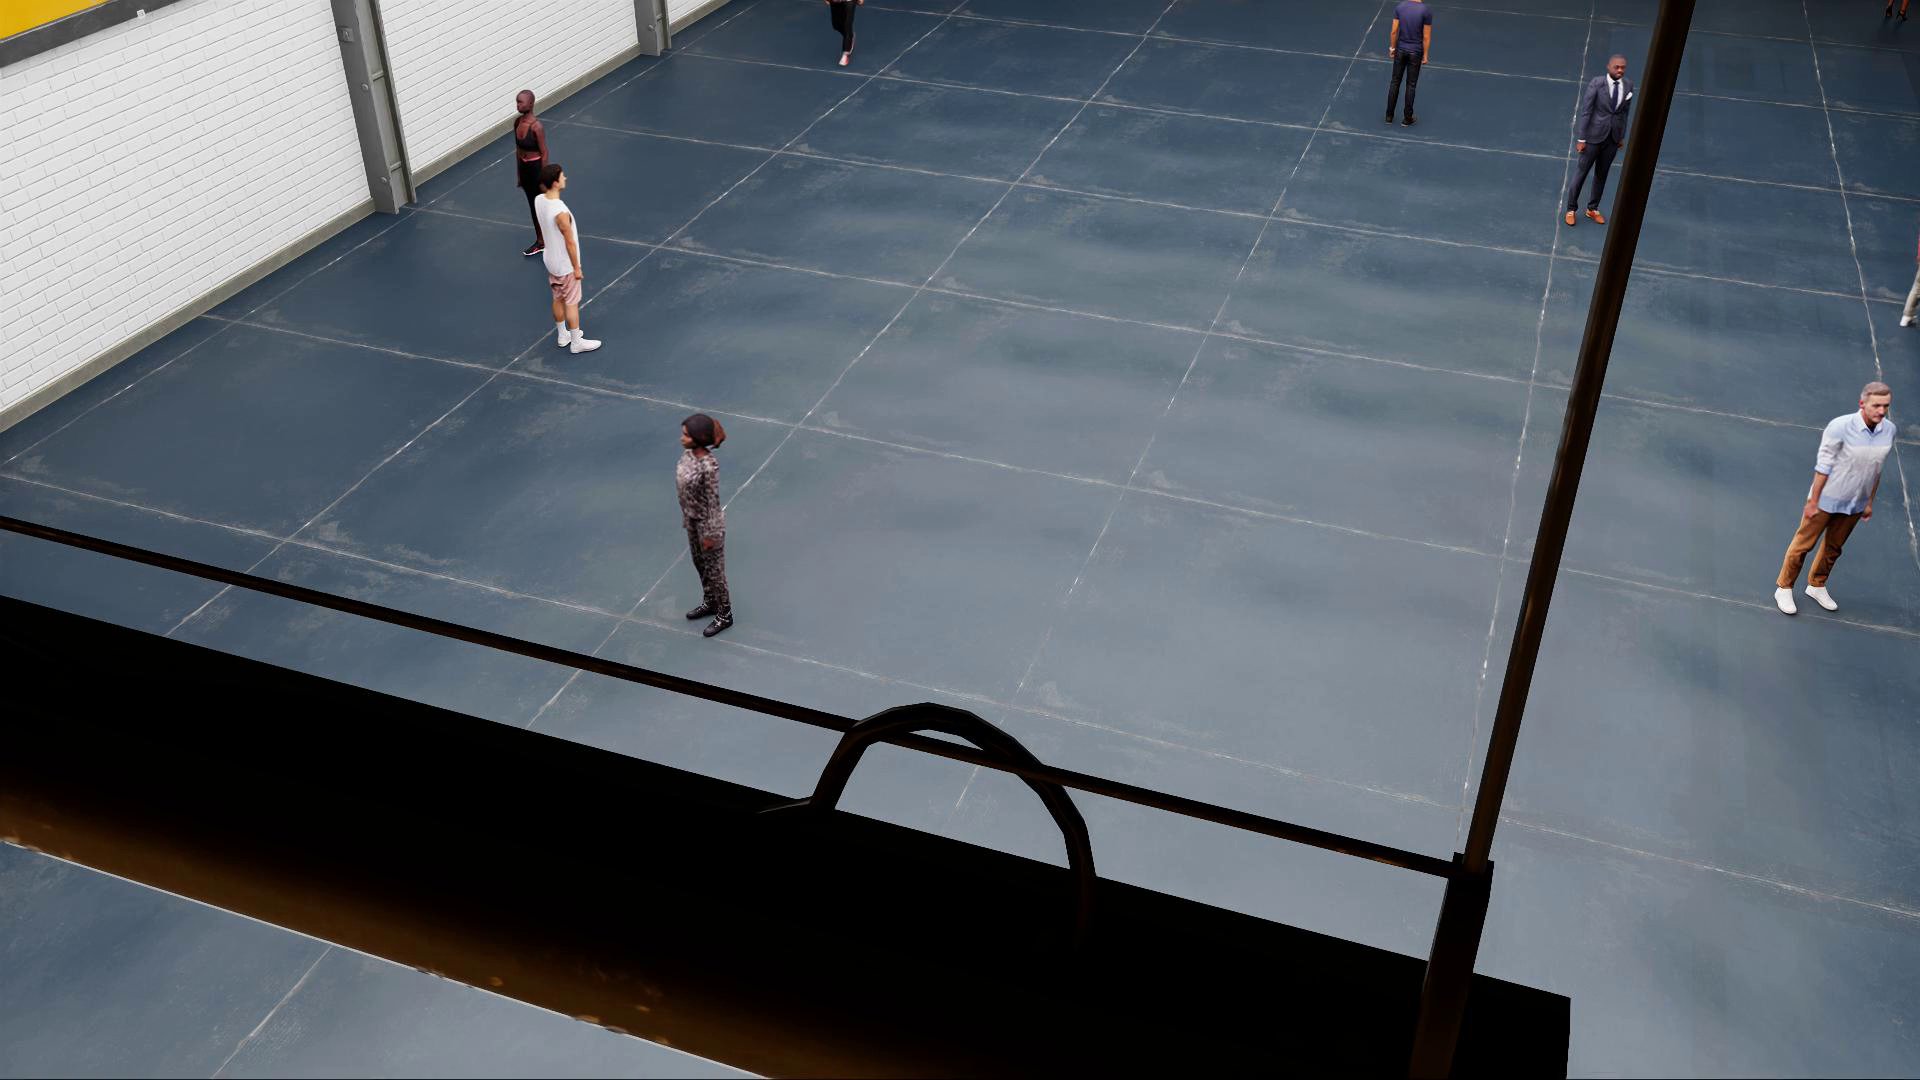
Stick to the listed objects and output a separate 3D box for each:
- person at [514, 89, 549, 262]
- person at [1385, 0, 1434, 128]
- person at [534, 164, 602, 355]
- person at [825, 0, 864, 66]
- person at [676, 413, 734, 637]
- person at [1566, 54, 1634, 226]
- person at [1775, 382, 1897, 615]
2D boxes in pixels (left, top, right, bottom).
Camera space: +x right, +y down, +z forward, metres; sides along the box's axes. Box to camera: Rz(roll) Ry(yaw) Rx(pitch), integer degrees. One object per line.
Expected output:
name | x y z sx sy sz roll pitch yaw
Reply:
person | -4.339 -3.750 17.039 0.638 1.758 0.609 21 39 28
person | 5.490 -5.982 20.365 0.670 1.793 0.575 17 37 24
person | -3.660 -2.575 15.244 0.730 1.789 0.726 -27 42 -34
person | -1.558 -7.385 22.524 0.675 1.740 1.018 10 35 15
person | -1.782 -0.119 11.616 0.727 1.714 0.683 -20 39 -28
person | 6.861 -4.300 17.807 0.789 1.824 0.769 -4 34 -6
person | 6.242 -0.319 11.814 0.768 1.827 0.748 -4 34 -6
